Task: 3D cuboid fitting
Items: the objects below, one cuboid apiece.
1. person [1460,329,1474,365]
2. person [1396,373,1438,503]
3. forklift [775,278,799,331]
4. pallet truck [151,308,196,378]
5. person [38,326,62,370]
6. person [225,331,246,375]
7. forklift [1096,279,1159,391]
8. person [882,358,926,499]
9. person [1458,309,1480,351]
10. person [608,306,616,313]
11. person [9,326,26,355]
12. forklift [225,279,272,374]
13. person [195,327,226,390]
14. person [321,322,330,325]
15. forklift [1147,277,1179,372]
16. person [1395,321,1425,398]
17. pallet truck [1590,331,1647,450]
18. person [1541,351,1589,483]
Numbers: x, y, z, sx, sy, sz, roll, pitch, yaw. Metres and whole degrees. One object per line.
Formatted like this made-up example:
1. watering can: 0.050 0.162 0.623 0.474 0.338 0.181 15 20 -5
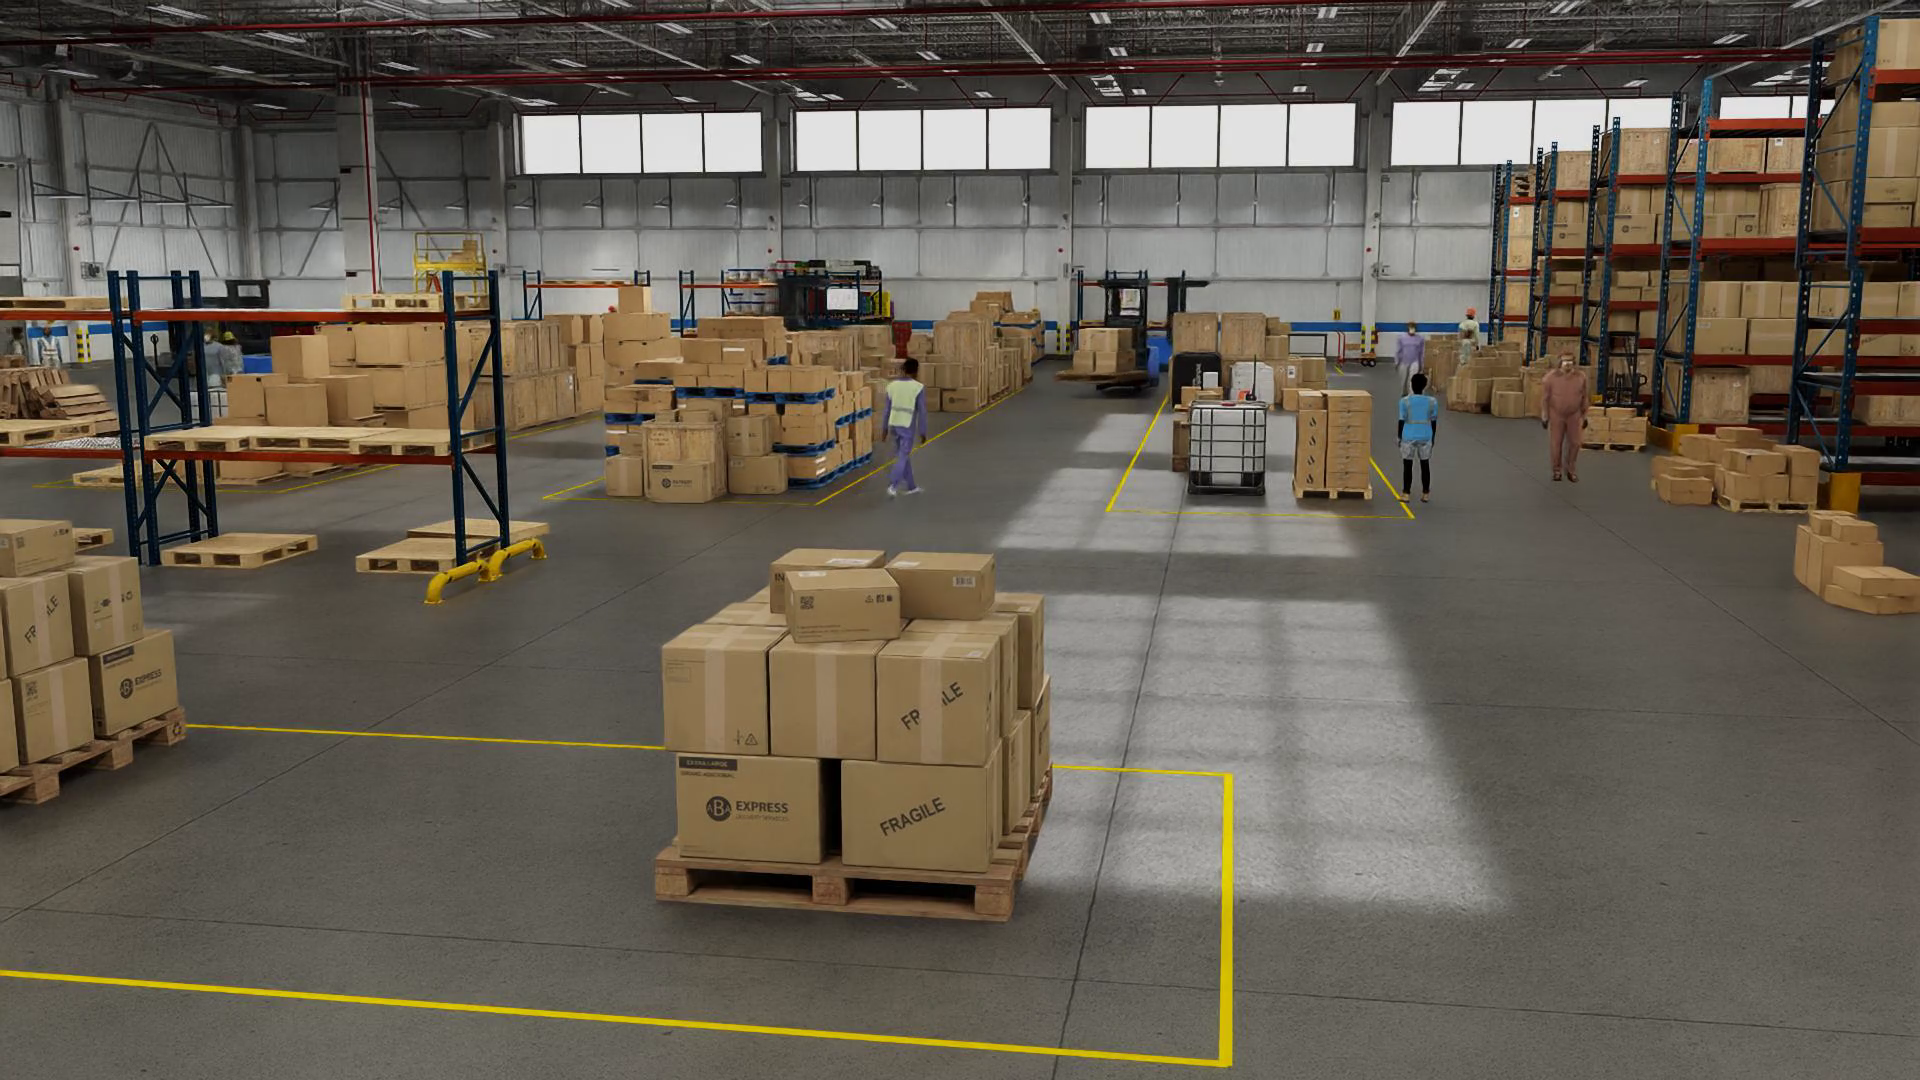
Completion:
1. person: 12.181 -4.235 39.884 0.369 1.625 0.541 3 10 20
2. person: 5.963 -1.326 21.730 0.542 1.695 0.316 0 9 -2
3. forklift: -4.383 -5.272 42.429 1.873 2.768 1.129 1 9 9
4. pallet truck: -21.869 -5.598 47.154 0.823 1.965 1.885 4 10 26
5. person: -22.975 -4.578 42.001 0.548 1.622 0.404 -7 12 -38
6. person: -15.796 -3.719 36.460 0.432 1.707 0.603 4 10 24
7. forklift: 4.300 -5.212 42.061 1.129 2.768 1.873 4 10 24
8. person: -0.779 -1.489 22.250 0.645 1.869 0.976 6 11 33
9. person: 13.885 -5.308 45.371 0.609 1.996 0.383 9 13 43
10. person: -11.177 -6.577 53.542 0.551 1.889 0.950 1 9 5
11. person: -20.456 -3.713 36.055 0.606 1.829 0.513 -6 11 -33
12. forklift: -16.303 -4.603 38.304 1.873 2.768 1.129 7 11 36
13. person: -14.777 -3.247 32.868 0.648 1.927 0.505 1 9 7
14. person: -16.055 -4.761 42.172 0.627 1.941 0.370 1 9 4
15. forklift: 6.191 -6.276 48.624 1.873 2.768 1.129 1 9 9
16. person: 10.070 -3.947 37.234 0.636 1.919 0.785 3 10 17
17. pallet truck: 11.253 -2.573 28.499 0.823 1.965 1.885 5 10 27
18. person: 8.659 -1.752 23.780 0.671 1.879 0.731 2 9 9
